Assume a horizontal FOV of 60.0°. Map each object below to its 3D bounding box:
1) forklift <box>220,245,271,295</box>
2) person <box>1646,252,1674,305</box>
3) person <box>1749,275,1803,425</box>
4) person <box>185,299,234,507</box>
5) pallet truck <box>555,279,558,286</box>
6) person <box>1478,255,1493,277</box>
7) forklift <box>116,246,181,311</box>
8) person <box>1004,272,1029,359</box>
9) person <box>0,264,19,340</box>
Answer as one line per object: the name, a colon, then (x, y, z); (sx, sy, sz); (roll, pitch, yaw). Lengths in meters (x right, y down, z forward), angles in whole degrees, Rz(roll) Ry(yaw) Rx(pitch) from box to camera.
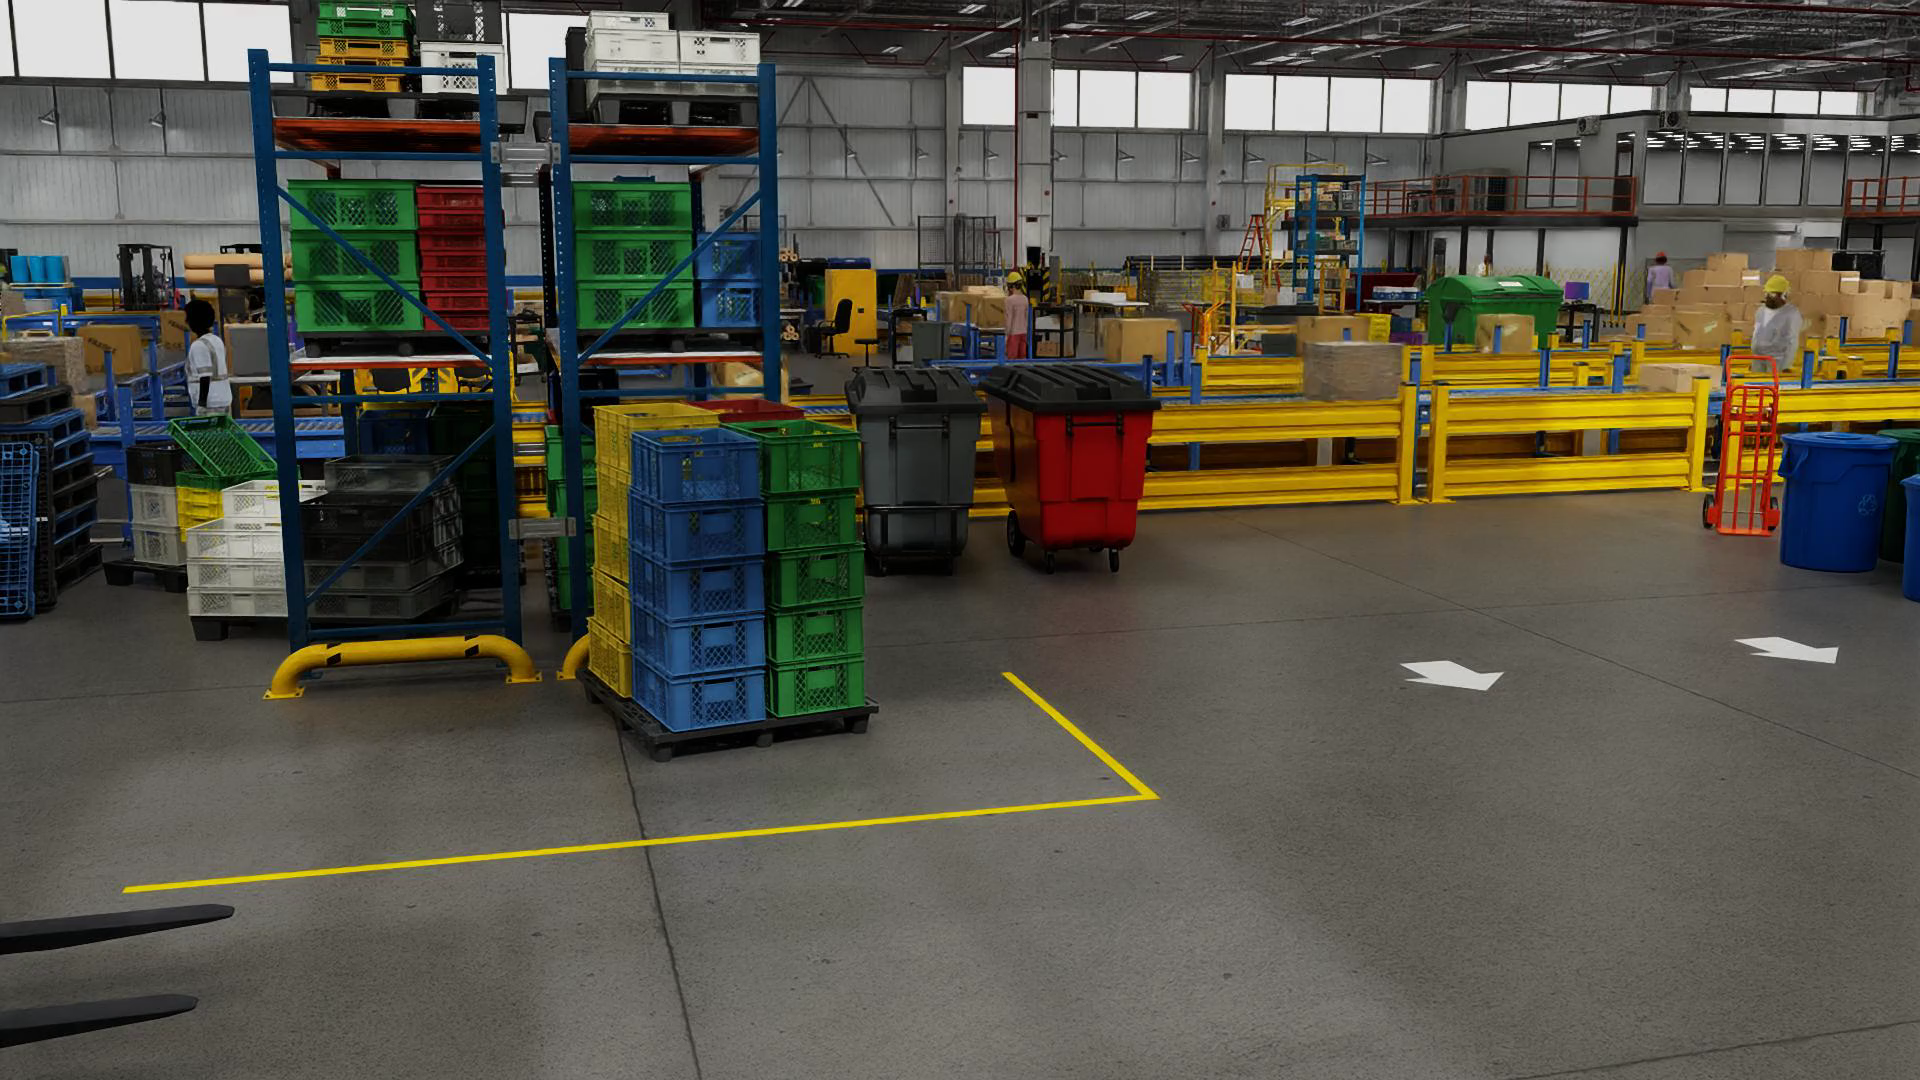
forklift: (-17.749, -6.334, 41.440); (1.157, 1.987, 2.680); (-3, 10, -17)
person: (16.567, -5.830, 39.477); (0.641, 1.988, 1.035); (1, 10, 3)
person: (8.696, -1.918, 17.811); (0.431, 1.818, 0.618); (-3, 10, -17)
person: (-6.106, -1.104, 13.547); (0.319, 1.698, 0.538); (-1, 10, -8)
pallet truck: (-10.604, -6.375, 44.520); (0.653, 1.274, 1.630); (-3, 10, -15)
person: (17.869, -8.791, 56.676); (0.582, 1.842, 0.976); (-3, 10, -14)
forklift: (-19.966, -6.232, 40.894); (1.157, 1.987, 2.680); (-3, 10, -15)
person: (0.765, -2.882, 23.426); (0.317, 1.767, 0.534); (7, 12, 36)
person: (-18.745, -4.487, 32.453); (0.593, 1.790, 0.923); (4, 11, 21)
